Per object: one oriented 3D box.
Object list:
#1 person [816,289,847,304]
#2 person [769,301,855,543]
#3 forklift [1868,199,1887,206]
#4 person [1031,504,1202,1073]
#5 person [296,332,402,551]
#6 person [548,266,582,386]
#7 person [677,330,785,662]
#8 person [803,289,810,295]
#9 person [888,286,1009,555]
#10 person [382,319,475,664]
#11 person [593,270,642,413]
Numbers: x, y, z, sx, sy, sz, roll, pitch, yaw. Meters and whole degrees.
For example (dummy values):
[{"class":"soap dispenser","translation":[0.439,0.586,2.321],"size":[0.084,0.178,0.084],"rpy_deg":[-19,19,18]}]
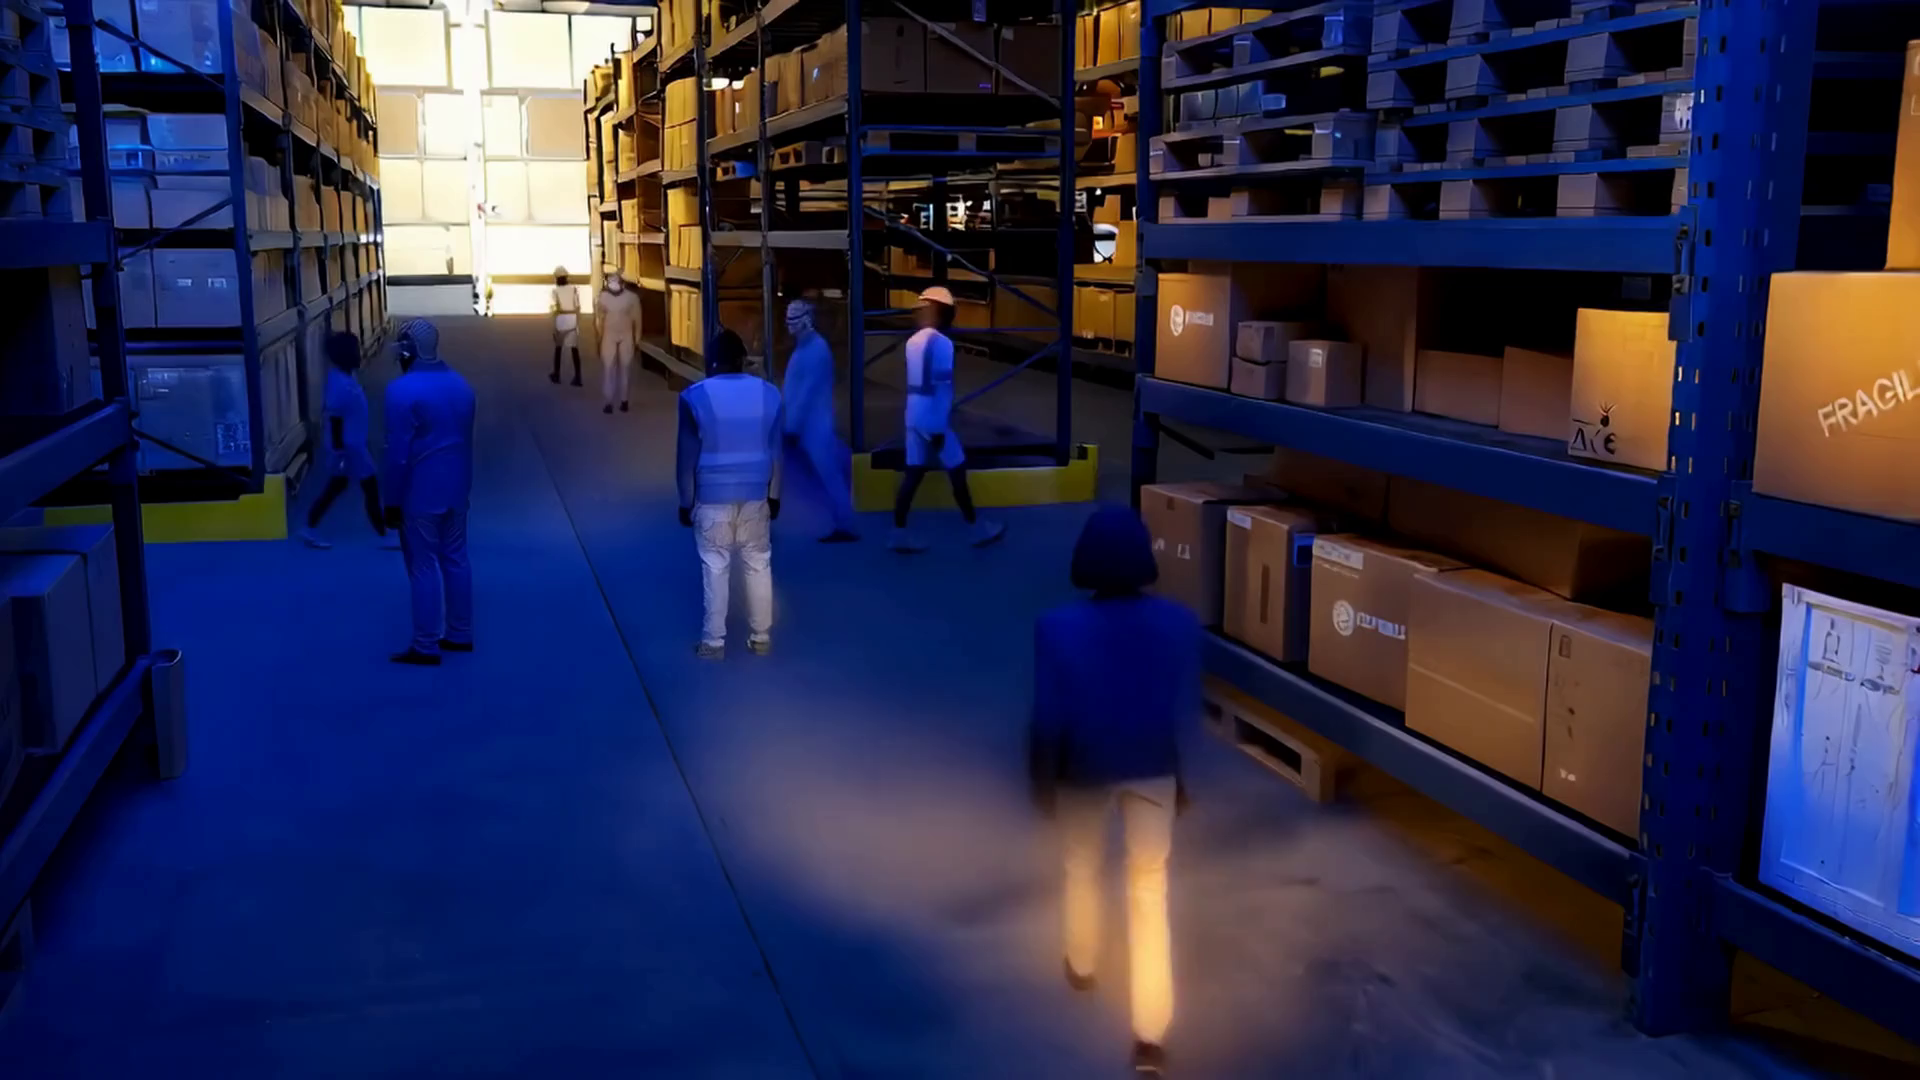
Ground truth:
[{"class":"person","translation":[-2.649,-4.783,34.224],"size":[0.632,1.818,0.837],"rpy_deg":[-1,10,-8]},{"class":"person","translation":[-1.263,-0.880,12.691],"size":[0.979,1.859,0.644],"rpy_deg":[-3,11,-17]},{"class":"forklift","translation":[11.338,-2.915,21.052],"size":[1.129,2.768,1.873],"rpy_deg":[-3,11,-17]},{"class":"person","translation":[0.459,0.690,4.824],"size":[0.510,1.593,0.871],"rpy_deg":[-1,10,-4]},{"class":"person","translation":[-4.592,-0.725,12.403],"size":[0.852,1.655,0.536],"rpy_deg":[-2,11,-12]},{"class":"person","translation":[-6.259,-3.391,26.409],"size":[0.553,1.889,0.984],"rpy_deg":[-6,12,-29]},{"class":"person","translation":[-1.281,-0.243,9.251],"size":[0.627,1.844,0.429],"rpy_deg":[-6,12,-29]},{"class":"person","translation":[-4.381,-7.062,46.353],"size":[0.972,1.957,0.603],"rpy_deg":[5,12,27]},{"class":"person","translation":[-0.123,-0.888,12.400],"size":[0.996,1.985,0.640],"rpy_deg":[-6,12,-29]},{"class":"person","translation":[-2.965,-0.268,9.241],"size":[0.400,1.901,0.643],"rpy_deg":[4,11,22]},{"class":"person","translation":[-4.582,-2.643,22.246],"size":[0.653,1.894,0.976],"rpy_deg":[-1,10,-3]}]
